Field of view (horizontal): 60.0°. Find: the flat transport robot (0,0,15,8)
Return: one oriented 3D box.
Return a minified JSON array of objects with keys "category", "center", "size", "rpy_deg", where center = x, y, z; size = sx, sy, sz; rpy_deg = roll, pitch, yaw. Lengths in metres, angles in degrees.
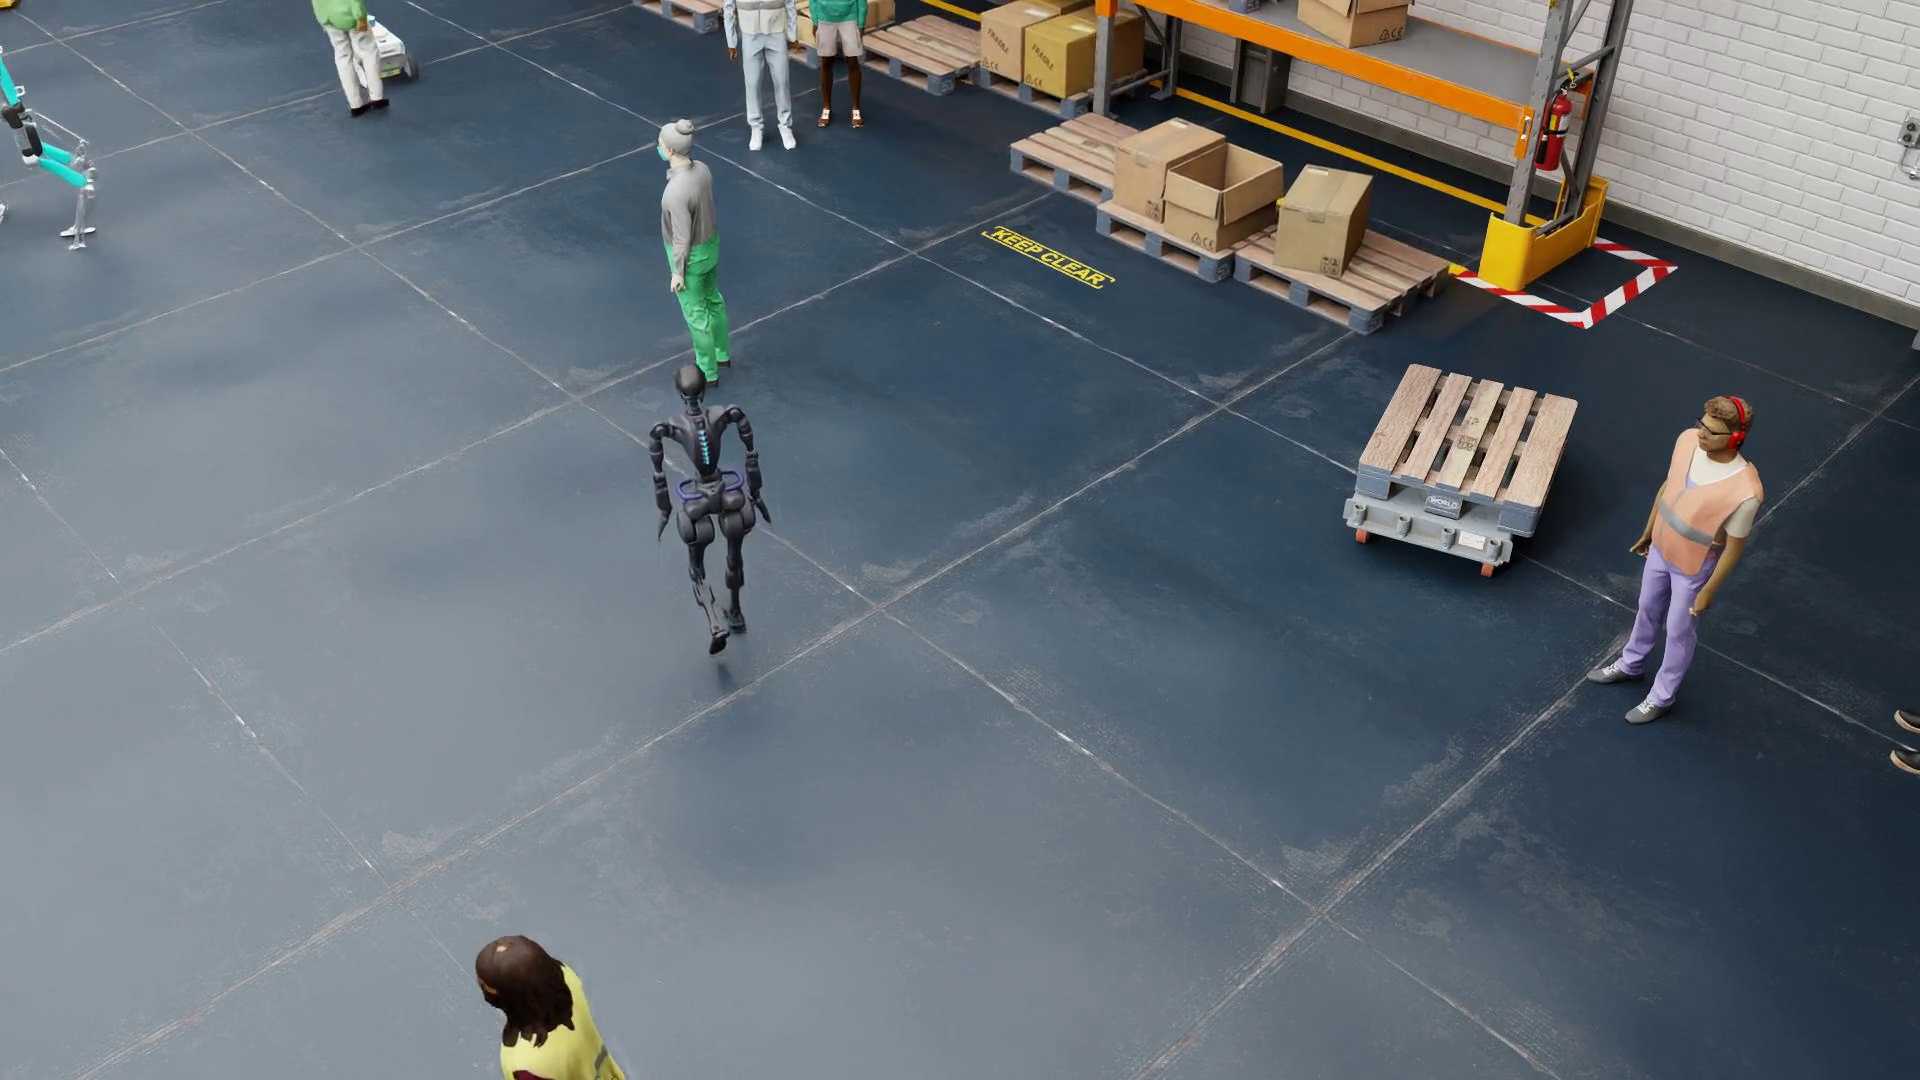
[{"category":"flat transport robot","center":[-10.337,-5.560,16.894],"size":[1.431,0.231,0.659],"rpy_deg":[-6,38,-8]}]

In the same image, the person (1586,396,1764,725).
[{"category":"person","center":[3.535,0.093,8.102],"size":[0.390,1.846,0.566],"rpy_deg":[-10,38,-13]}]

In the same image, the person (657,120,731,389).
[{"category":"person","center":[-1.716,-1.829,10.652],"size":[0.329,1.839,0.517],"rpy_deg":[10,38,12]}]

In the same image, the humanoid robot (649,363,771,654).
[{"category":"humanoid robot","center":[-1.255,-0.142,8.549],"size":[0.592,1.642,0.506],"rpy_deg":[-12,39,-15]}]

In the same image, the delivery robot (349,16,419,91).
[{"category":"delivery robot","center":[-5.344,-4.477,15.234],"size":[0.499,0.608,0.801],"rpy_deg":[-24,43,-28]}]

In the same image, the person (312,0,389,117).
[{"category":"person","center":[-5.339,-4.537,14.311],"size":[0.576,1.745,0.444],"rpy_deg":[10,38,12]}]

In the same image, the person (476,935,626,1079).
[{"category":"person","center":[-1.424,1.957,5.742],"size":[0.936,1.717,0.497],"rpy_deg":[-1,37,-1]}]

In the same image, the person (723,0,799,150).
[{"category":"person","center":[-1.630,-4.158,13.682],"size":[0.596,1.908,0.410],"rpy_deg":[-6,38,-8]}]

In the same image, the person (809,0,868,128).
[{"category":"person","center":[-1.026,-4.423,14.088],"size":[0.498,1.843,0.398],"rpy_deg":[1,37,1]}]

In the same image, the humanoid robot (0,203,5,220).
[{"category":"humanoid robot","center":[-7.669,-3.120,12.471],"size":[0.568,1.790,0.881],"rpy_deg":[-3,37,-3]}]

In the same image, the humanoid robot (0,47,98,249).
[{"category":"humanoid robot","center":[-6.734,-2.999,12.286],"size":[0.703,1.776,0.530],"rpy_deg":[-19,41,-24]}]

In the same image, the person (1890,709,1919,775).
[{"category":"person","center":[4.842,0.299,7.732],"size":[0.373,1.963,0.606],"rpy_deg":[20,41,24]}]
